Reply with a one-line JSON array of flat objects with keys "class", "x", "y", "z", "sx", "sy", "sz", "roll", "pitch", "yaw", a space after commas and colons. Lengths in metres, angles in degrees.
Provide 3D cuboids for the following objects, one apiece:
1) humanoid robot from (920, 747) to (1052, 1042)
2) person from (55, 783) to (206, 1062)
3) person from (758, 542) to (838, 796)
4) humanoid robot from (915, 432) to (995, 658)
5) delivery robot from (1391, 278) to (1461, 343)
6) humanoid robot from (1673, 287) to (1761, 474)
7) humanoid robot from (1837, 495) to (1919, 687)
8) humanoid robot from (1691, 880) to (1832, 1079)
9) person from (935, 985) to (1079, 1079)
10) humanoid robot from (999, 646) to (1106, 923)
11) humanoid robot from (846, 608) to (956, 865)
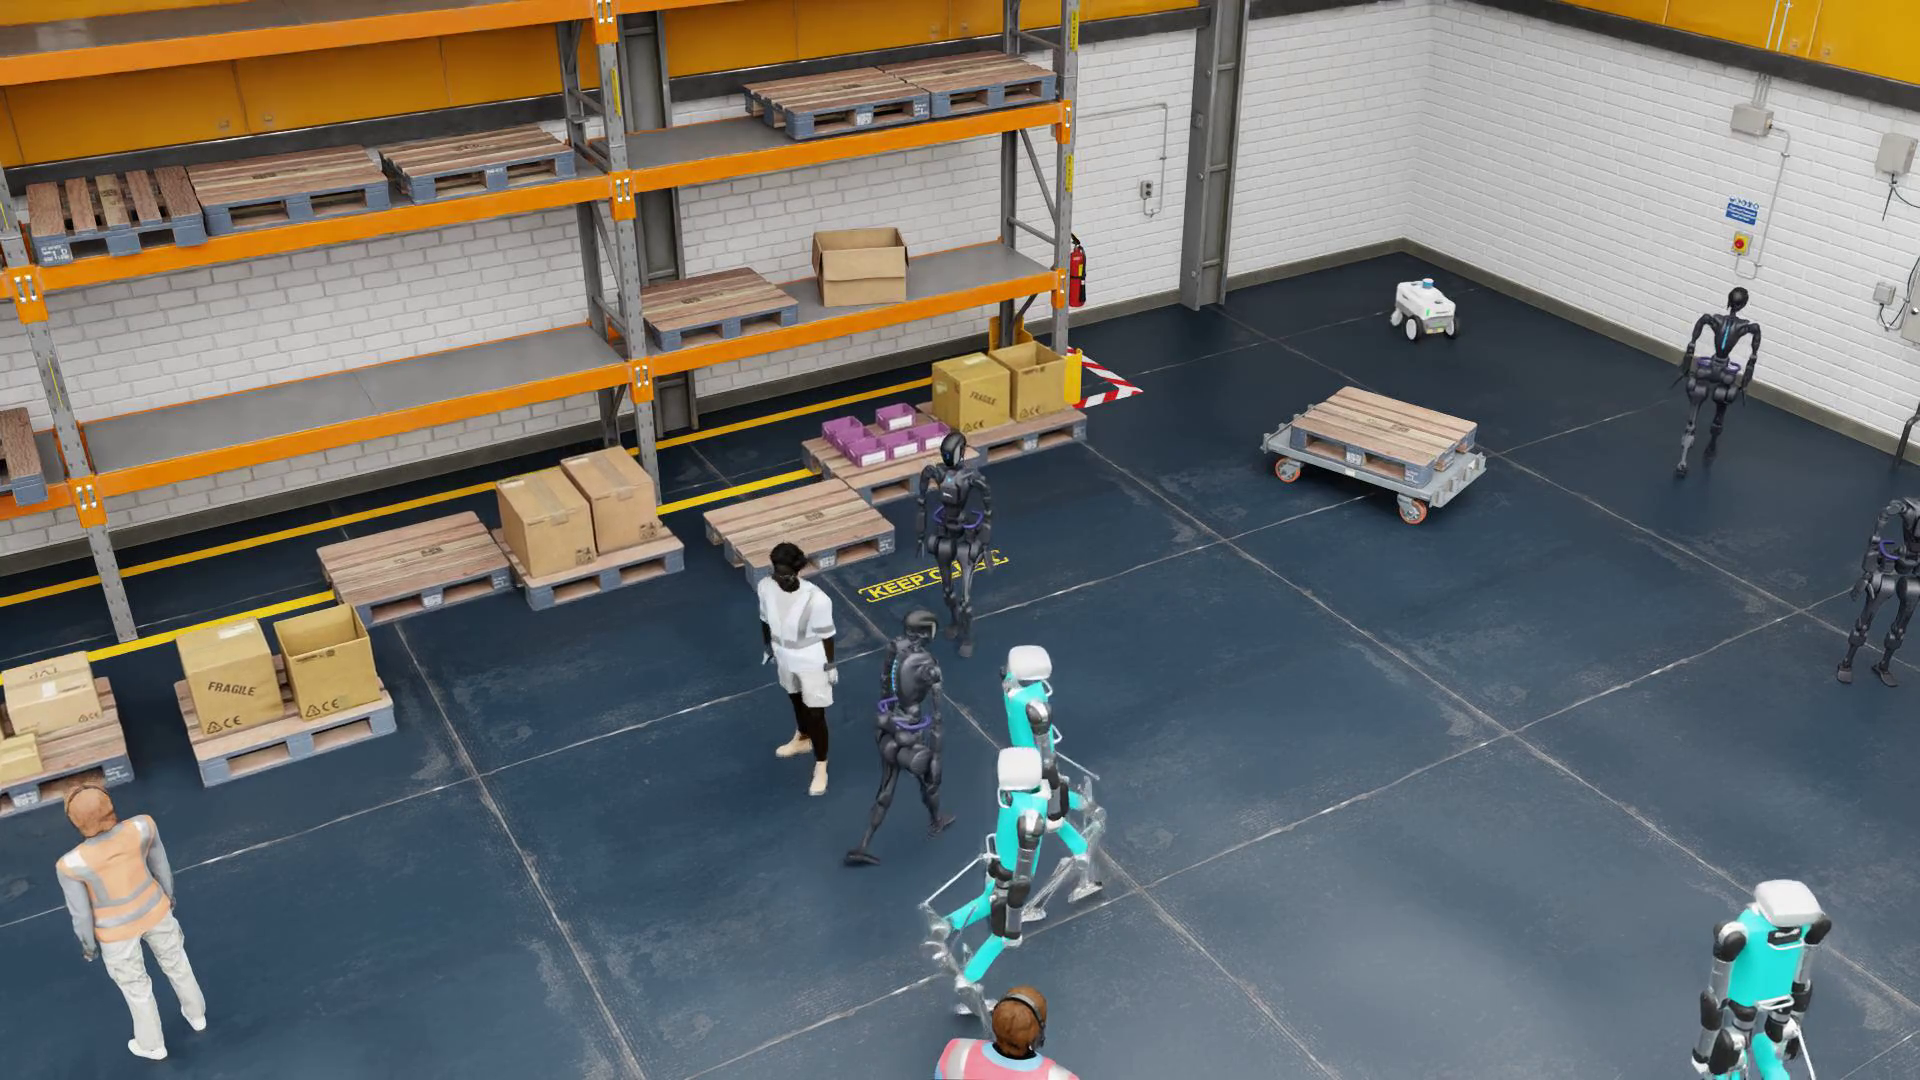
[{"class": "humanoid robot", "x": 0.059, "y": 1.821, "z": 8.295, "sx": 0.756, "sy": 1.824, "sz": 0.550, "roll": -2, "pitch": 30, "yaw": -4}, {"class": "person", "x": -4.105, "y": 1.890, "z": 8.234, "sx": 0.312, "sy": 1.639, "sz": 0.513, "roll": 20, "pitch": 35, "yaw": 31}, {"class": "person", "x": -0.999, "y": 0.754, "z": 10.200, "sx": 0.604, "sy": 1.682, "sz": 0.490, "roll": 18, "pitch": 34, "yaw": 28}, {"class": "humanoid robot", "x": -0.037, "y": 0.003, "z": 11.542, "sx": 0.606, "sy": 1.643, "sz": 0.463, "roll": 11, "pitch": 31, "yaw": 19}, {"class": "delivery robot", "x": 4.707, "y": -2.323, "z": 16.815, "sx": 0.512, "sy": 0.614, "sz": 0.785, "roll": -6, "pitch": 30, "yaw": -11}, {"class": "humanoid robot", "x": 6.350, "y": -1.365, "z": 14.026, "sx": 0.599, "sy": 1.634, "sz": 0.802, "roll": 16, "pitch": 33, "yaw": 26}, {"class": "humanoid robot", "x": 6.306, "y": 0.238, "z": 11.107, "sx": 0.599, "sy": 1.657, "sz": 0.315, "roll": 6, "pitch": 30, "yaw": 10}, {"class": "humanoid robot", "x": 3.610, "y": 2.395, "z": 7.271, "sx": 0.530, "sy": 1.769, "sz": 0.992, "roll": -7, "pitch": 30, "yaw": -12}, {"class": "person", "x": 0.213, "y": 2.565, "z": 6.853, "sx": 0.628, "sy": 1.836, "sz": 0.431, "roll": 11, "pitch": 31, "yaw": 18}, {"class": "humanoid robot", "x": 0.625, "y": 1.324, "z": 9.149, "sx": 0.830, "sy": 1.776, "sz": 0.533, "roll": -9, "pitch": 31, "yaw": -16}, {"class": "humanoid robot", "x": -0.338, "y": 1.135, "z": 9.613, "sx": 0.786, "sy": 1.623, "sz": 0.609, "roll": -20, "pitch": 35, "yaw": -31}]
